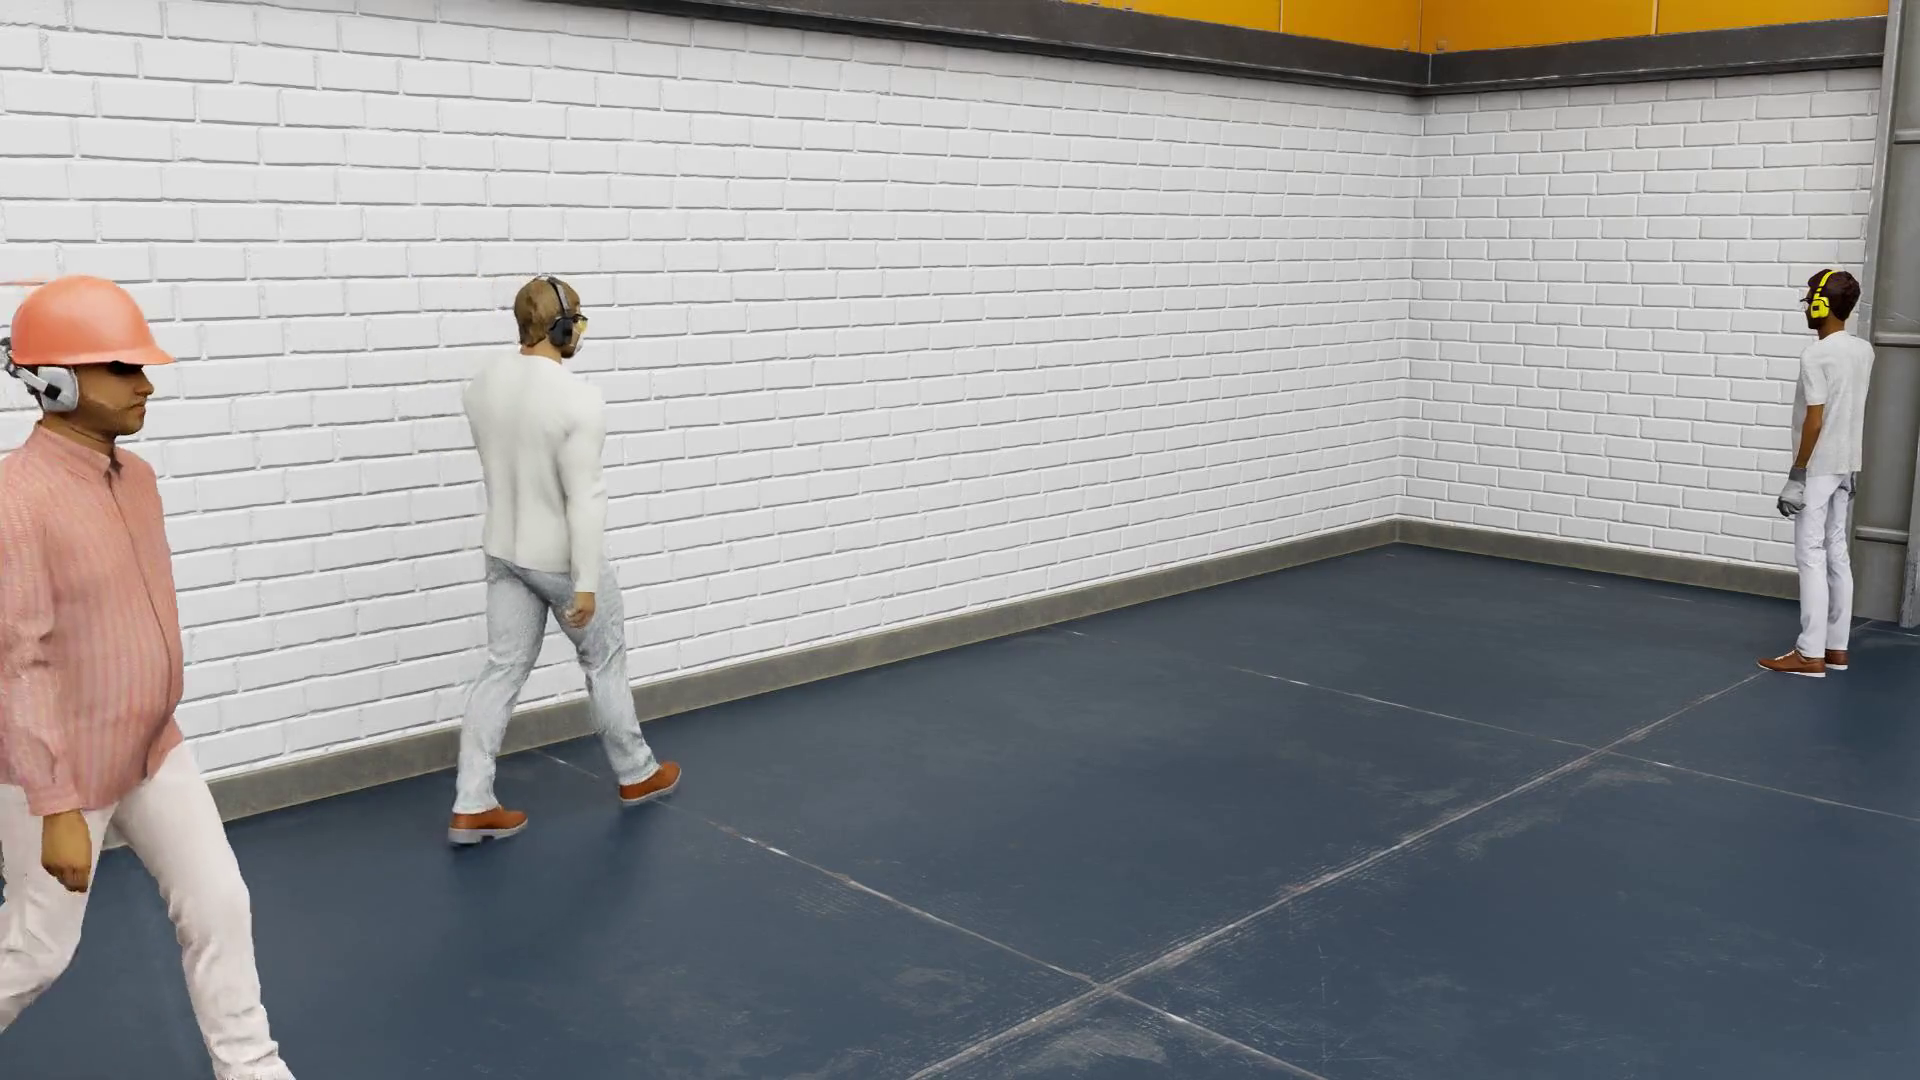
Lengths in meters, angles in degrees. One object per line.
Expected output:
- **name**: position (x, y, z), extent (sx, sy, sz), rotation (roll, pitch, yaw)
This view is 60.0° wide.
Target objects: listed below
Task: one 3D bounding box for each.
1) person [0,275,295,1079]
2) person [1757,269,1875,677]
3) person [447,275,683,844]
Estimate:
- **person**: position (-1.861, 0.434, 3.444), extent (1.001, 1.955, 0.637), rotation (0, 10, 2)
- **person**: position (3.961, -0.303, 7.663), extent (0.523, 1.870, 0.317), rotation (-7, 12, -33)
- **person**: position (-1.388, 0.056, 5.652), extent (0.640, 1.899, 0.939), rotation (6, 12, 29)
